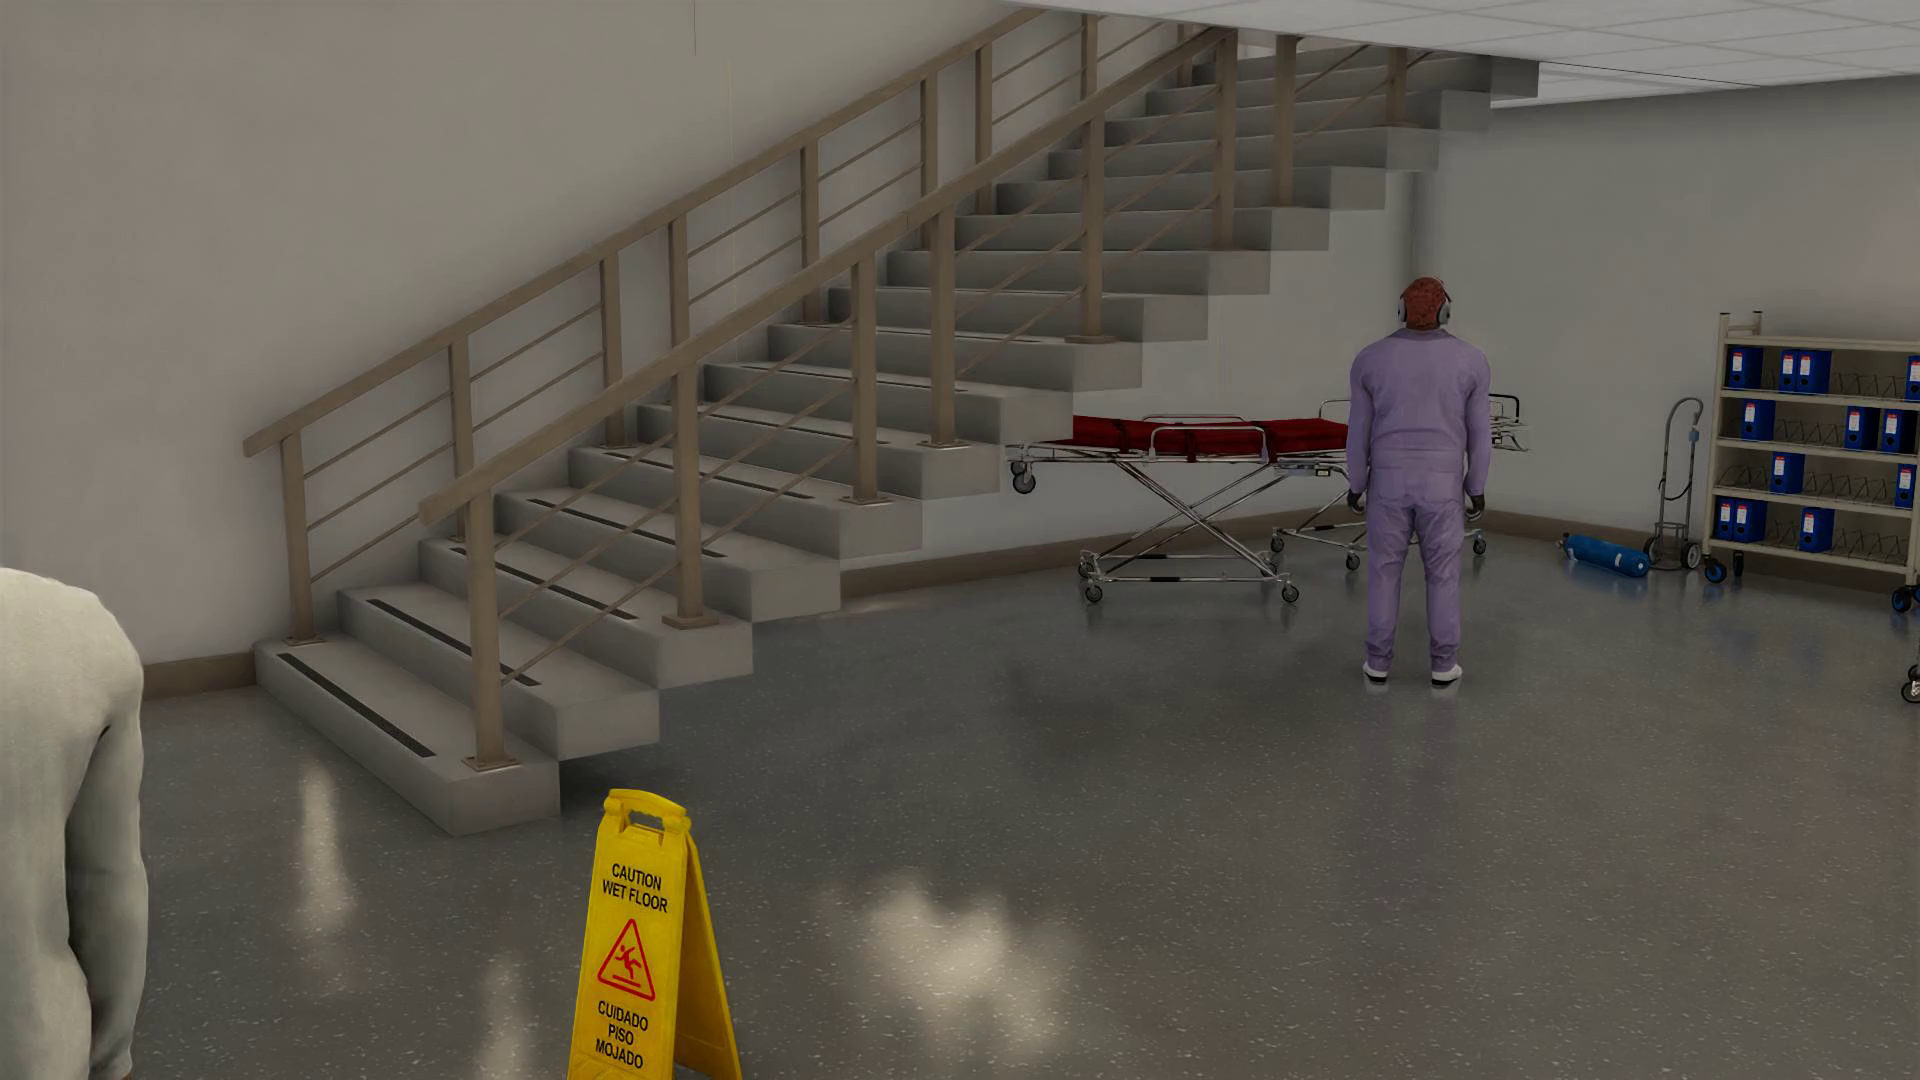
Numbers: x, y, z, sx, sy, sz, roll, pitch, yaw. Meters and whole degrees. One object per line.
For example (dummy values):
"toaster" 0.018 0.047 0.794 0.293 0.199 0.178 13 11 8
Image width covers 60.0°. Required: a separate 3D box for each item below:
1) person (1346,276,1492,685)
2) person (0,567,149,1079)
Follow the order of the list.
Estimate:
"person" 2.142 -0.273 7.802 0.652 1.906 0.403 3 10 16
"person" -1.263 0.720 1.991 0.372 1.940 0.632 5 11 28
